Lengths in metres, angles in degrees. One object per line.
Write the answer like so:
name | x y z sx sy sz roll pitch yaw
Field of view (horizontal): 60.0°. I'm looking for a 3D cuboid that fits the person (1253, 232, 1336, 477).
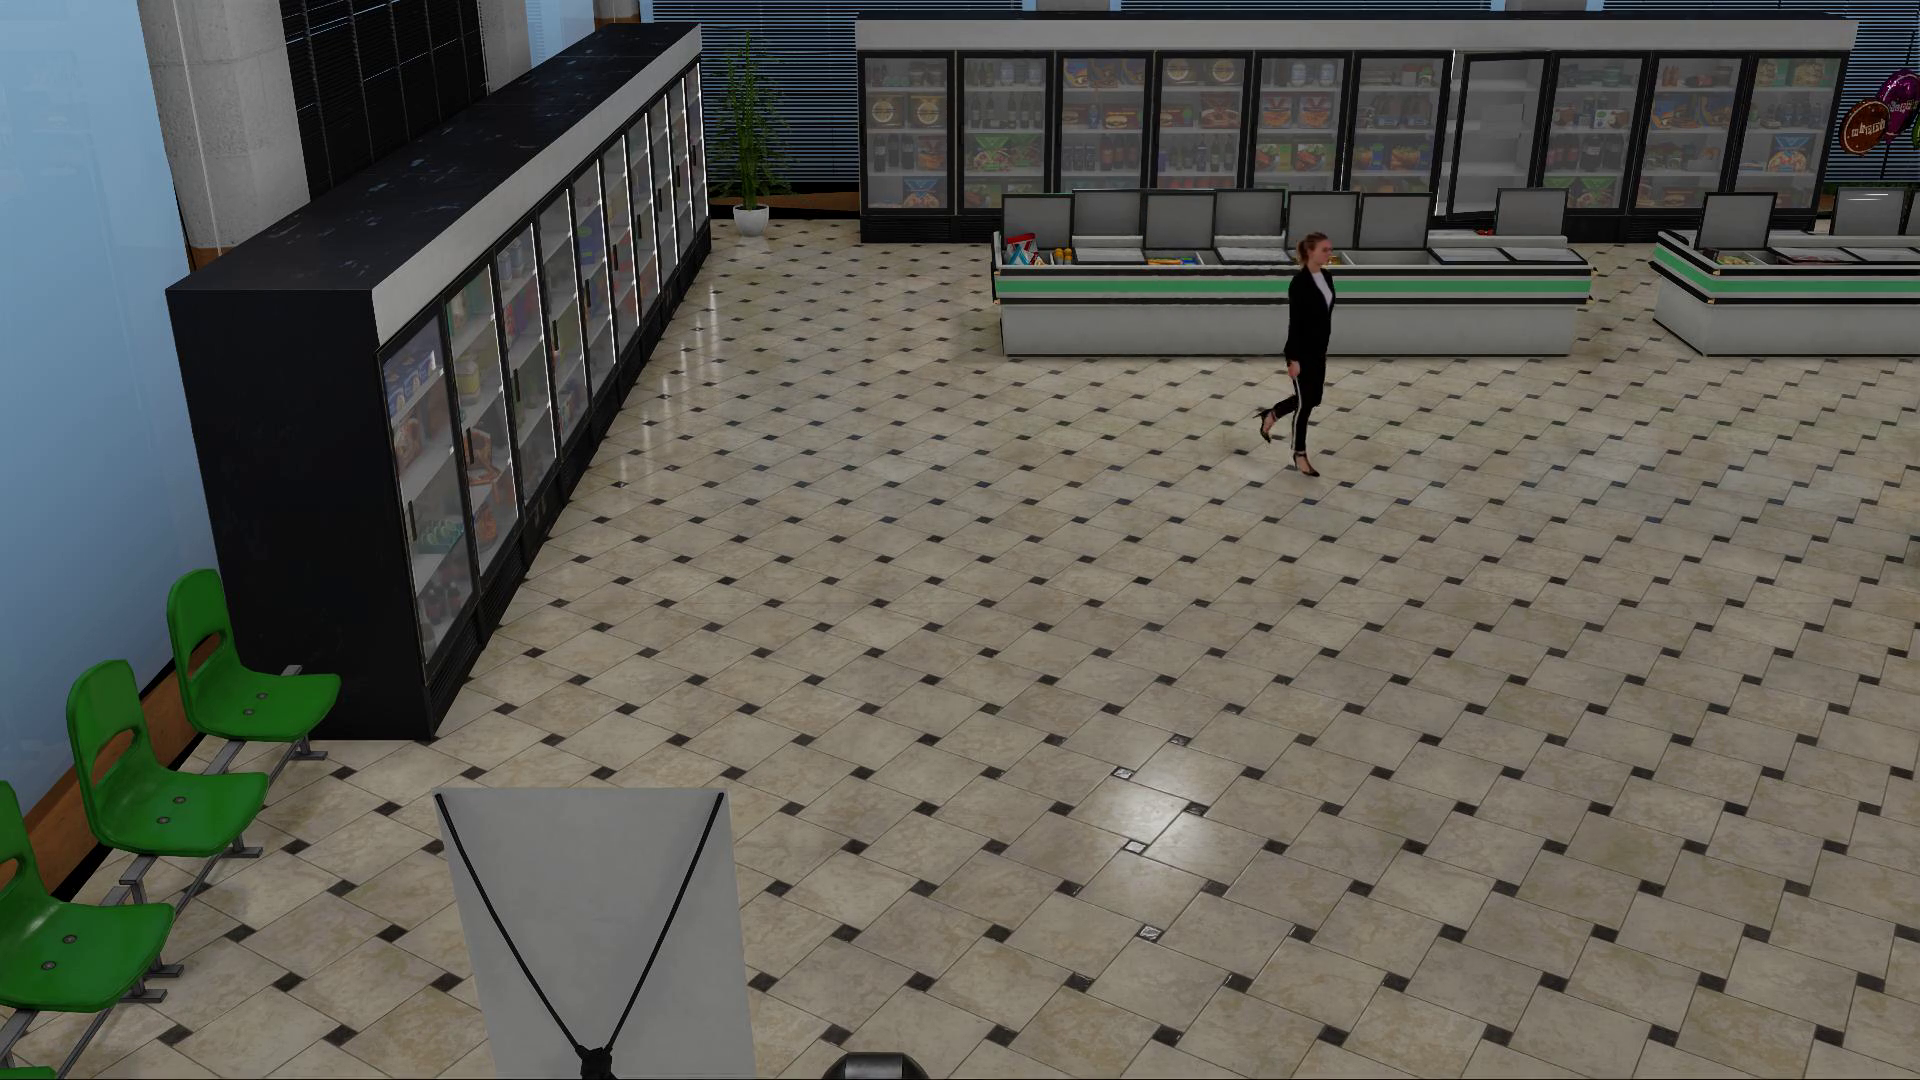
person | 2.297 -1.269 11.359 0.909 1.689 0.966 -21 31 -40
